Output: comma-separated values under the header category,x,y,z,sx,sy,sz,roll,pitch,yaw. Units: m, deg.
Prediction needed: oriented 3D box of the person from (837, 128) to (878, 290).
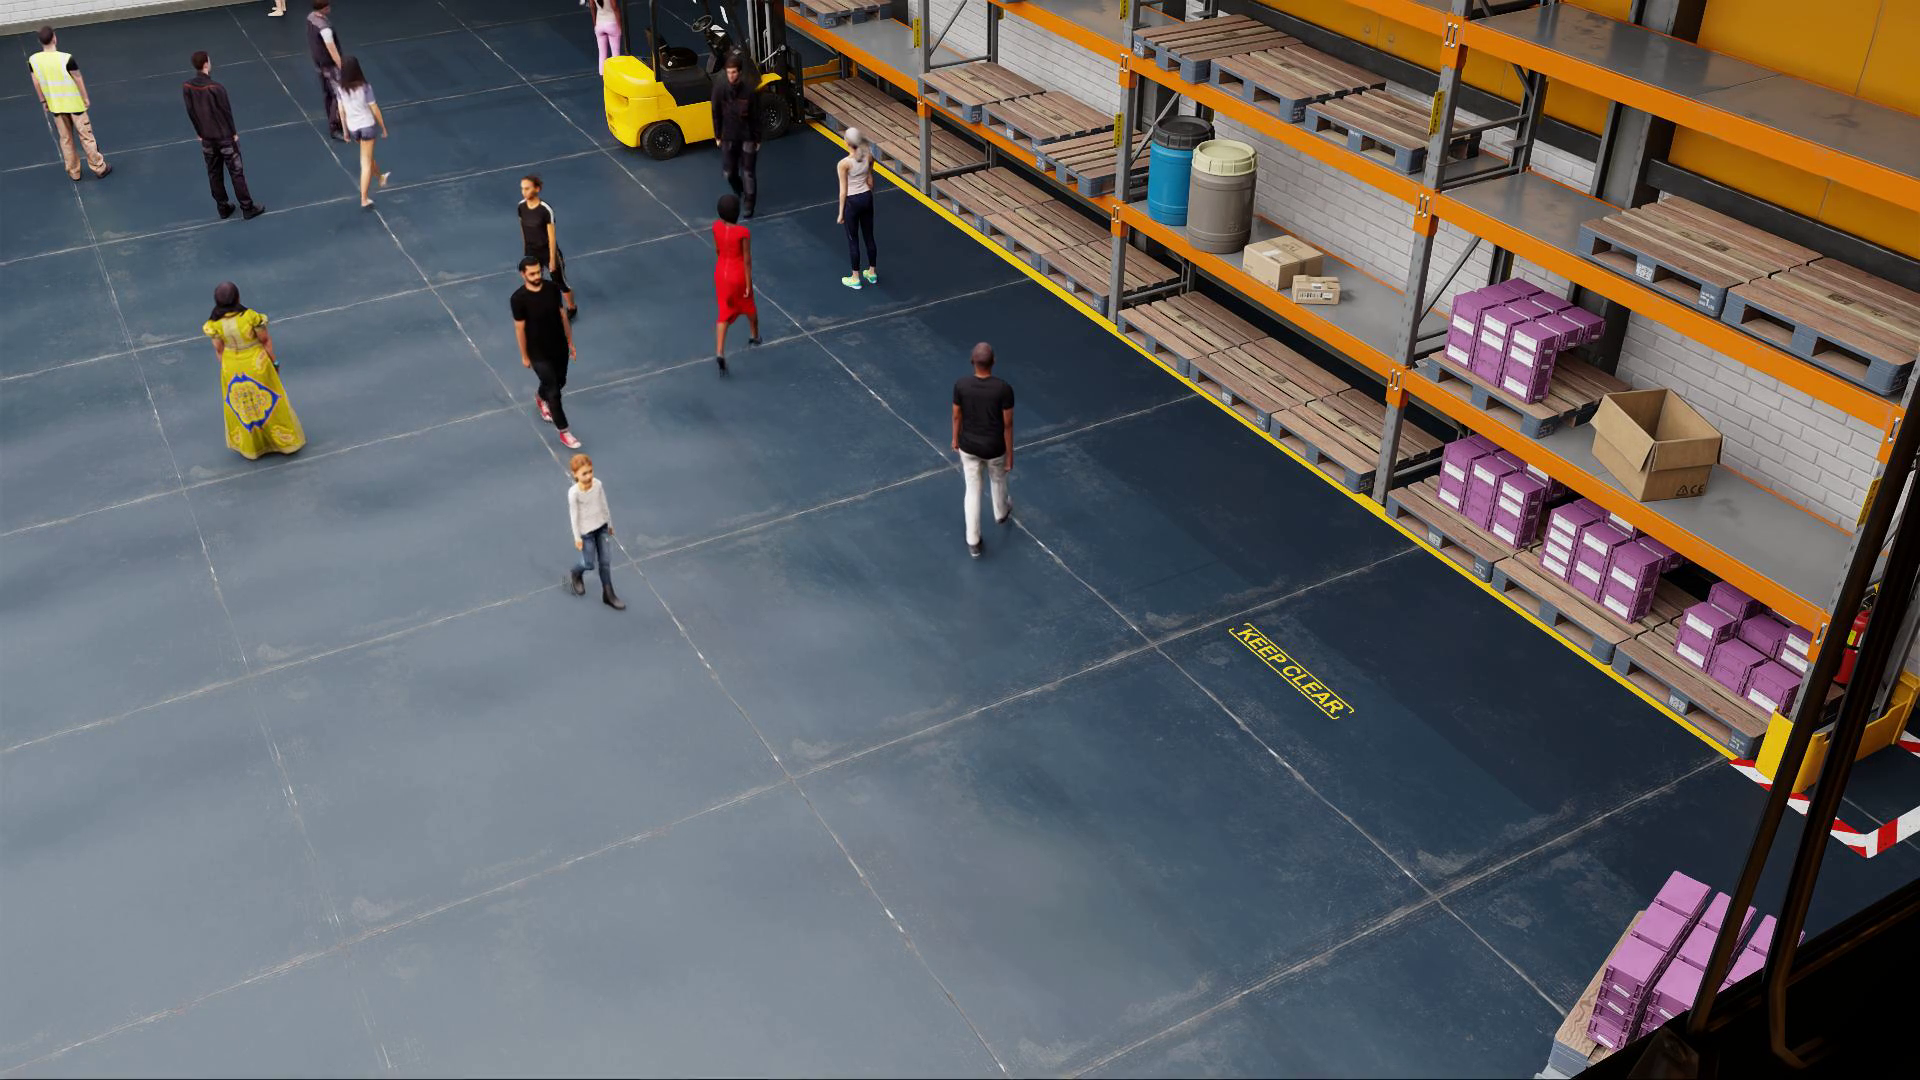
category,x,y,z,sx,sy,sz,roll,pitch,yaw
person,-1.065,-3.469,17.367,0.636,1.703,0.568,-24,40,-31

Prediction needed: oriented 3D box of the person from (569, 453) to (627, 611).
category,x,y,z,sx,sy,sz,roll,pitch,yaw
person,-2.826,-0.083,12.631,0.811,1.306,0.642,24,41,32

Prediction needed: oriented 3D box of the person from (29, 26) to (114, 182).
category,x,y,z,sx,sy,sz,roll,pitch,yaw
person,-10.671,-5.216,19.866,0.803,1.846,0.823,-6,34,-9

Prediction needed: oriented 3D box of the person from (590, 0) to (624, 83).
category,x,y,z,sx,sy,sz,roll,pitch,yaw
person,-4.781,-6.939,22.550,0.637,1.745,0.707,11,35,16

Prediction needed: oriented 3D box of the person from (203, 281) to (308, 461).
category,x,y,z,sx,sy,sz,roll,pitch,yaw
person,-6.154,-1.469,14.396,0.950,1.660,0.910,-7,34,-10

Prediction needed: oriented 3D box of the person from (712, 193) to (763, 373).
category,x,y,z,sx,sy,sz,roll,pitch,yaw
person,-2.198,-2.407,15.771,1.070,1.702,1.106,10,35,15

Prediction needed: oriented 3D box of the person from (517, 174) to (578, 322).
category,x,y,z,sx,sy,sz,roll,pitch,yaw
person,-4.080,-2.846,16.498,1.091,1.627,1.067,14,36,20

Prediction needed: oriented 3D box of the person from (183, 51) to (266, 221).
category,x,y,z,sx,sy,sz,roll,pitch,yaw
person,-8.407,-4.582,18.852,0.778,1.912,0.814,5,34,8

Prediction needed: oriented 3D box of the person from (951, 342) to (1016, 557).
category,x,y,z,sx,sy,sz,roll,pitch,yaw
person,0.162,-0.676,13.105,1.069,1.770,1.151,7,34,11

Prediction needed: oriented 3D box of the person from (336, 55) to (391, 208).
category,x,y,z,sx,sy,sz,roll,pitch,yaw
person,-6.925,-4.678,19.213,1.042,1.673,1.225,3,34,4

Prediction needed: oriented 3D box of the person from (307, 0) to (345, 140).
category,x,y,z,sx,sy,sz,roll,pitch,yaw
person,-8.058,-6.048,21.147,0.689,1.813,0.971,20,39,28

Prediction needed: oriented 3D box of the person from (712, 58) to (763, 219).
category,x,y,z,sx,sy,sz,roll,pitch,yaw
person,-2.489,-4.612,18.977,0.912,1.825,0.971,2,34,3

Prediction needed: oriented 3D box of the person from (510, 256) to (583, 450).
category,x,y,z,sx,sy,sz,roll,pitch,yaw
person,-3.680,-1.714,14.693,1.164,1.741,0.842,27,42,35
